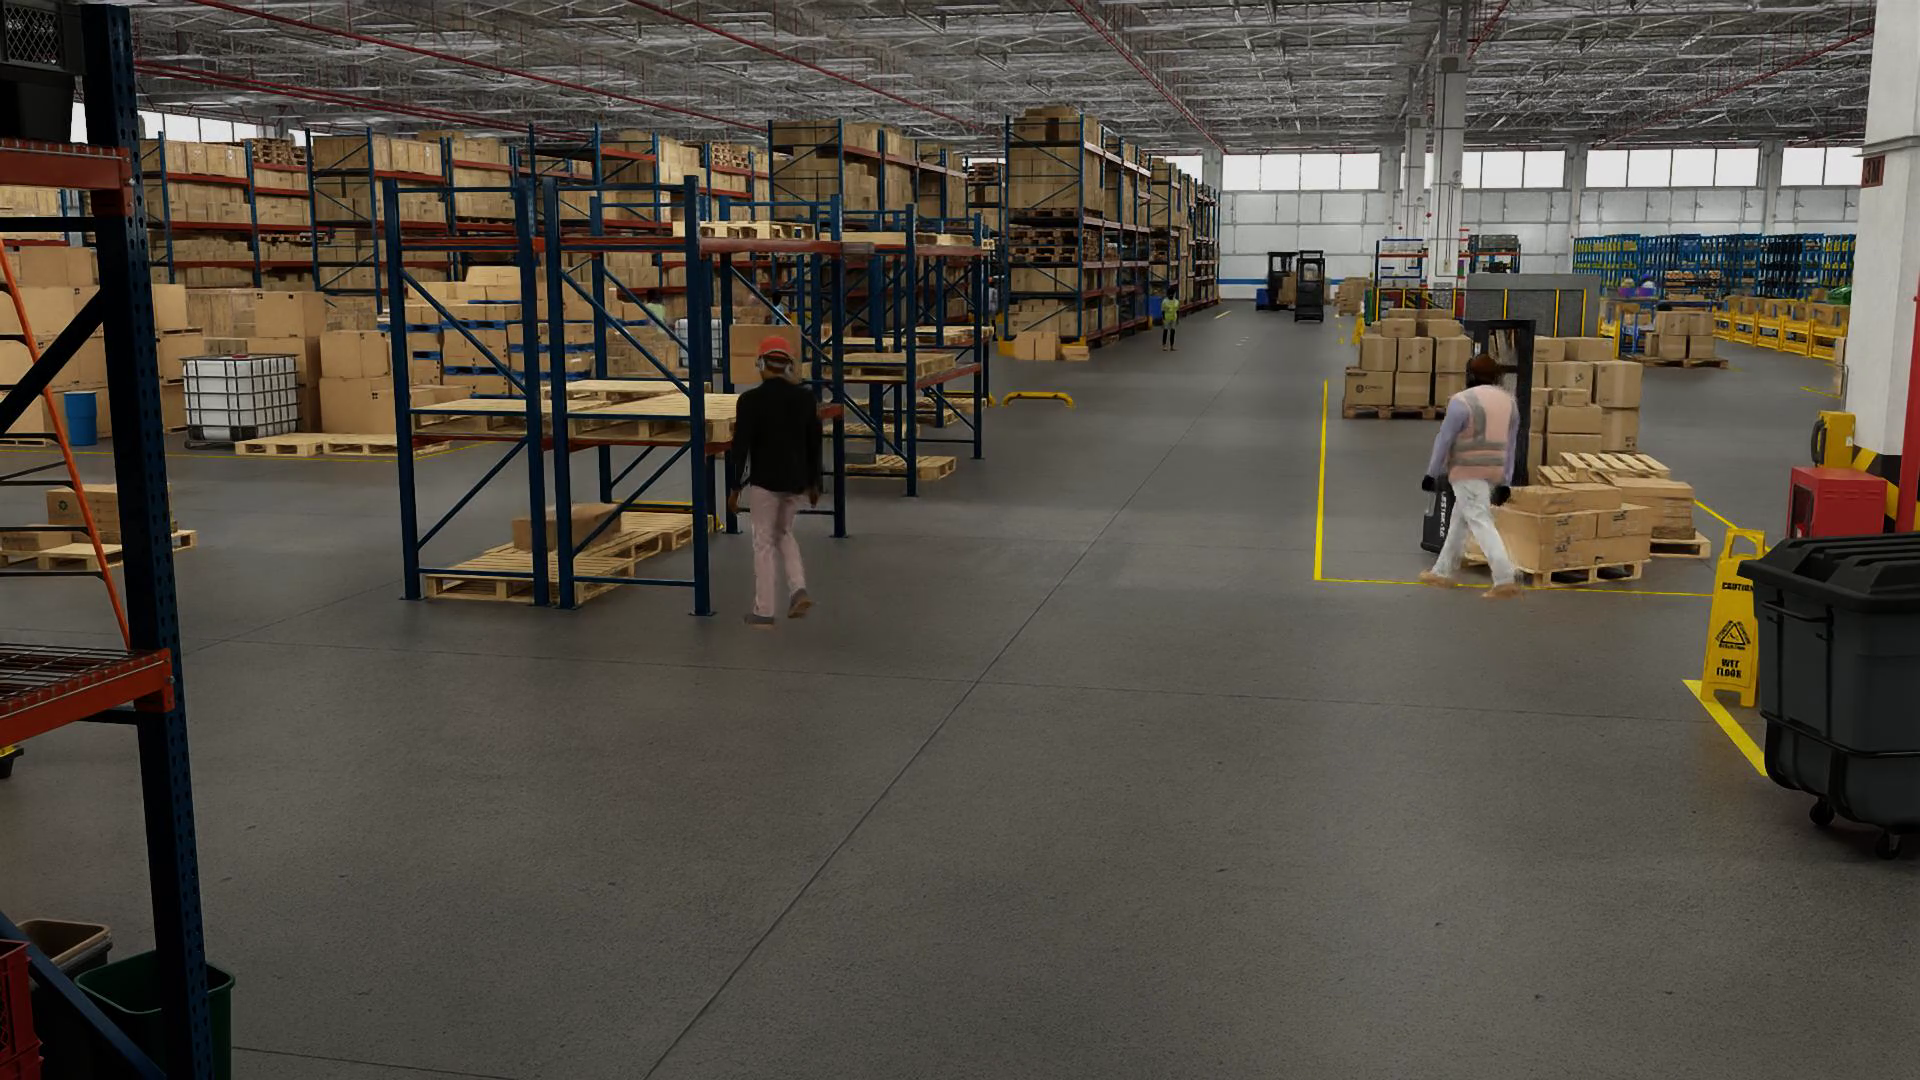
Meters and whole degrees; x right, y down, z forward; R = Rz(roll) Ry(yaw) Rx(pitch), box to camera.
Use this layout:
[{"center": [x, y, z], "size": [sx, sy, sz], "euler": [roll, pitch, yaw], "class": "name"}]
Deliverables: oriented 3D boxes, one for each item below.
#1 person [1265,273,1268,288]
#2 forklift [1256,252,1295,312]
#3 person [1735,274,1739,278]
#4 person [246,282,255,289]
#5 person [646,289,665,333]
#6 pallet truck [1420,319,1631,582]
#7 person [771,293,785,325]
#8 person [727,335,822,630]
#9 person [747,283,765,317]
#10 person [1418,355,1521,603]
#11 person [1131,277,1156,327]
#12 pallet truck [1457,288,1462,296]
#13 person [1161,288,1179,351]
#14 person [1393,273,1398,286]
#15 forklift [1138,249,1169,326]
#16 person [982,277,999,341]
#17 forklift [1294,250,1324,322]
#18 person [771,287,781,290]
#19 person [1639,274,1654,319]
[{"center": [16.560, -13.422, 89.100], "size": [0.569, 1.726, 0.731], "euler": [-7, 12, -34], "class": "person"}, {"center": [14.934, -12.197, 78.429], "size": [1.129, 2.768, 1.873], "euler": [-5, 11, -26], "class": "forklift"}, {"center": [37.348, -11.943, 80.188], "size": [0.935, 1.784, 0.610], "euler": [7, 12, 37], "class": "person"}, {"center": [-18.379, -5.755, 43.231], "size": [1.039, 1.877, 0.649], "euler": [3, 10, 18], "class": "person"}, {"center": [-6.194, -4.053, 33.136], "size": [0.880, 1.883, 0.631], "euler": [7, 12, 35], "class": "person"}, {"center": [4.543, -0.757, 13.299], "size": [0.823, 1.965, 1.885], "euler": [-4, 10, -22], "class": "pallet truck"}, {"center": [-4.241, -4.921, 38.836], "size": [0.320, 1.697, 0.537], "euler": [1, 10, 3], "class": "person"}, {"center": [-1.238, -0.382, 11.143], "size": [0.676, 1.970, 0.494], "euler": [-8, 13, -40], "class": "person"}, {"center": [-5.121, -5.445, 41.386], "size": [0.664, 1.888, 0.650], "euler": [2, 10, 11], "class": "person"}, {"center": [3.816, -0.461, 12.213], "size": [0.627, 1.786, 1.000], "euler": [-7, 12, -35], "class": "person"}, {"center": [6.521, -8.548, 59.894], "size": [1.045, 1.840, 0.665], "euler": [1, 10, 7], "class": "person"}, {"center": [20.506, -9.785, 68.819], "size": [0.653, 1.274, 1.630], "euler": [2, 10, 12], "class": "pallet truck"}, {"center": [5.703, -5.981, 45.123], "size": [0.533, 1.697, 0.318], "euler": [-4, 10, -23], "class": "person"}, {"center": [23.067, -13.270, 88.180], "size": [0.485, 1.735, 0.344], "euler": [-8, 12, -38], "class": "person"}, {"center": [6.761, -9.267, 61.081], "size": [1.873, 2.768, 1.129], "euler": [2, 10, 12], "class": "forklift"}, {"center": [0.932, -6.993, 50.475], "size": [0.573, 1.924, 0.373], "euler": [4, 10, 20], "class": "person"}, {"center": [13.778, -10.002, 65.433], "size": [1.129, 2.768, 1.873], "euler": [2, 10, 12], "class": "forklift"}, {"center": [-8.398, -11.251, 75.353], "size": [0.636, 2.026, 0.478], "euler": [1, 10, 4], "class": "person"}, {"center": [26.942, -9.479, 65.252], "size": [0.725, 1.896, 0.434], "euler": [-4, 10, -22], "class": "person"}]
